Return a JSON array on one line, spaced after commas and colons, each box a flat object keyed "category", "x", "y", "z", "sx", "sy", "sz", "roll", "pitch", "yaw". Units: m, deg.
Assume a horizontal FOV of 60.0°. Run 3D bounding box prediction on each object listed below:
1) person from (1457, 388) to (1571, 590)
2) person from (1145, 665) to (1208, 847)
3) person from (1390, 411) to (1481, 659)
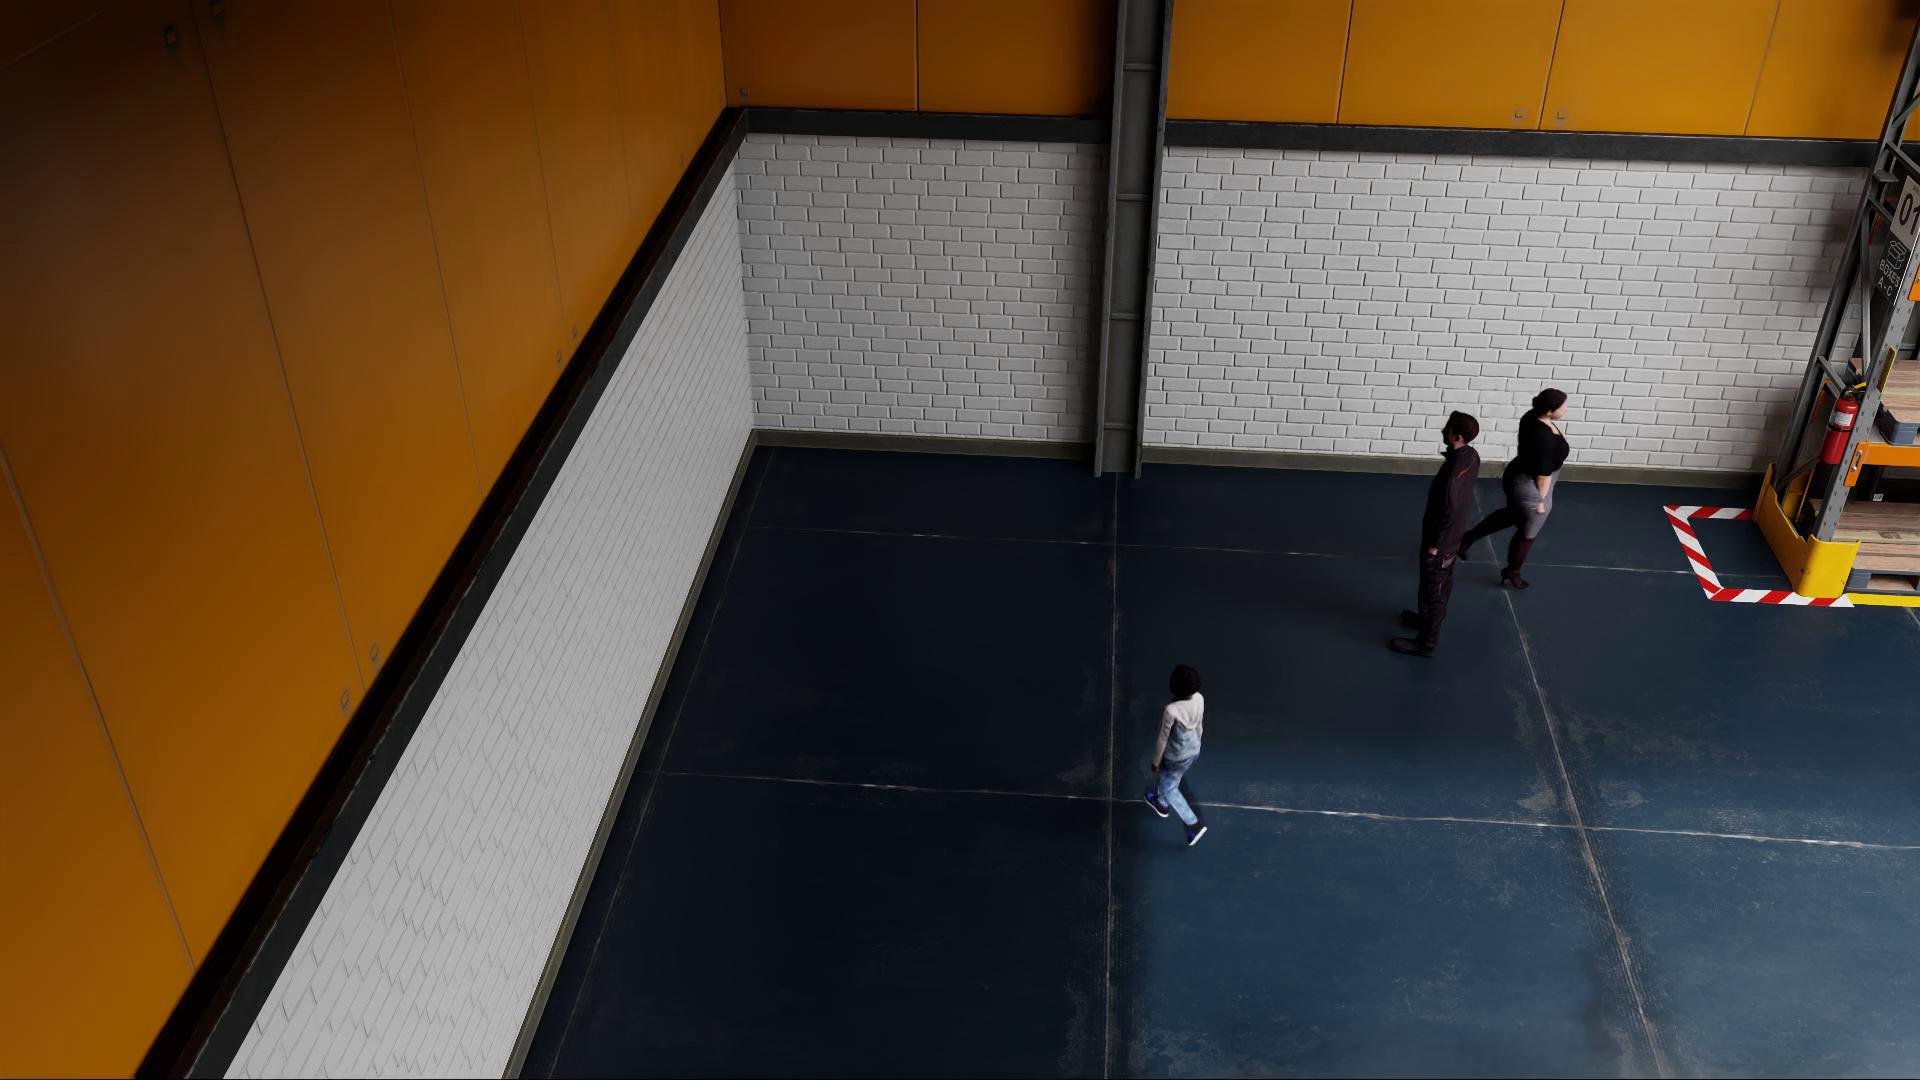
[{"category": "person", "x": 4.118, "y": -0.367, "z": 12.352, "sx": 0.881, "sy": 1.735, "sz": 0.682, "roll": 1, "pitch": 34, "yaw": 1}, {"category": "person", "x": 1.367, "y": 1.324, "z": 10.252, "sx": 0.813, "sy": 1.243, "sz": 0.851, "roll": -22, "pitch": 39, "yaw": -29}, {"category": "person", "x": 3.398, "y": -0.055, "z": 11.722, "sx": 0.734, "sy": 1.914, "sz": 0.767, "roll": 16, "pitch": 37, "yaw": 22}]
